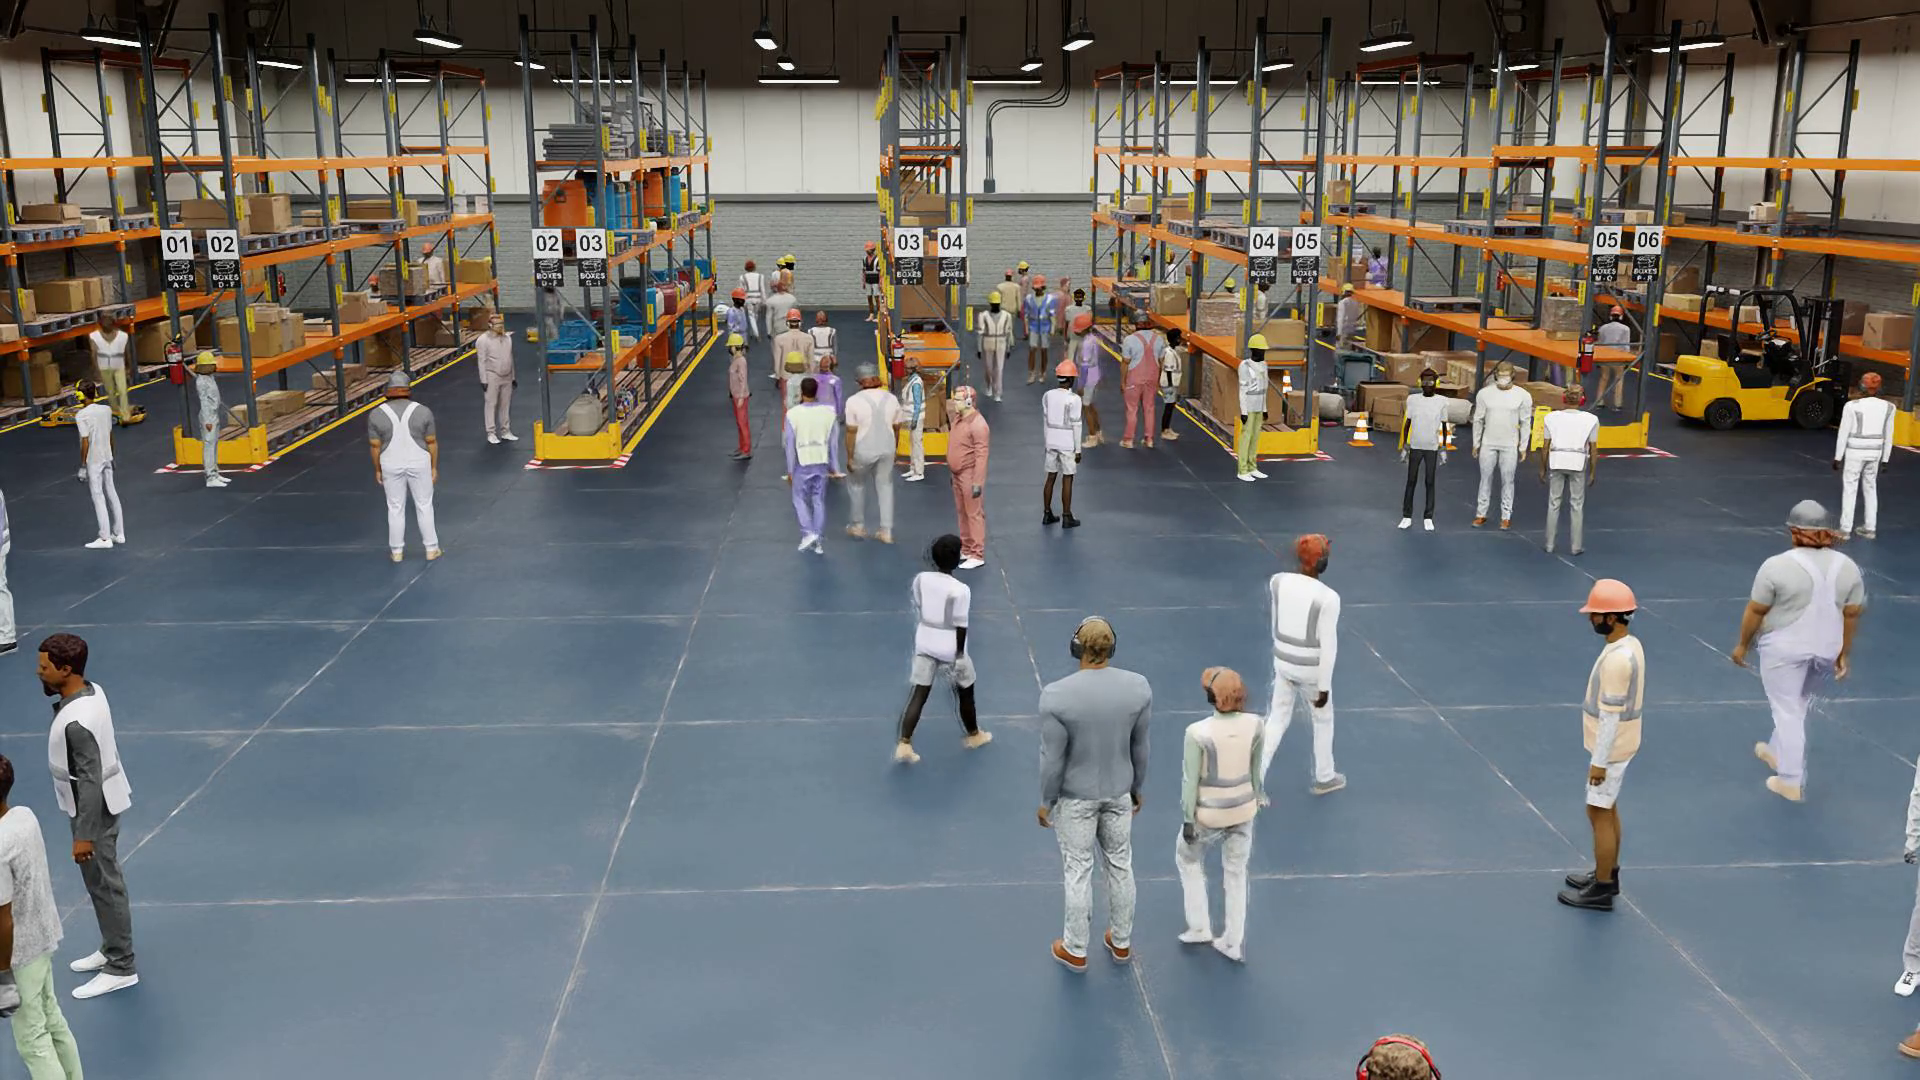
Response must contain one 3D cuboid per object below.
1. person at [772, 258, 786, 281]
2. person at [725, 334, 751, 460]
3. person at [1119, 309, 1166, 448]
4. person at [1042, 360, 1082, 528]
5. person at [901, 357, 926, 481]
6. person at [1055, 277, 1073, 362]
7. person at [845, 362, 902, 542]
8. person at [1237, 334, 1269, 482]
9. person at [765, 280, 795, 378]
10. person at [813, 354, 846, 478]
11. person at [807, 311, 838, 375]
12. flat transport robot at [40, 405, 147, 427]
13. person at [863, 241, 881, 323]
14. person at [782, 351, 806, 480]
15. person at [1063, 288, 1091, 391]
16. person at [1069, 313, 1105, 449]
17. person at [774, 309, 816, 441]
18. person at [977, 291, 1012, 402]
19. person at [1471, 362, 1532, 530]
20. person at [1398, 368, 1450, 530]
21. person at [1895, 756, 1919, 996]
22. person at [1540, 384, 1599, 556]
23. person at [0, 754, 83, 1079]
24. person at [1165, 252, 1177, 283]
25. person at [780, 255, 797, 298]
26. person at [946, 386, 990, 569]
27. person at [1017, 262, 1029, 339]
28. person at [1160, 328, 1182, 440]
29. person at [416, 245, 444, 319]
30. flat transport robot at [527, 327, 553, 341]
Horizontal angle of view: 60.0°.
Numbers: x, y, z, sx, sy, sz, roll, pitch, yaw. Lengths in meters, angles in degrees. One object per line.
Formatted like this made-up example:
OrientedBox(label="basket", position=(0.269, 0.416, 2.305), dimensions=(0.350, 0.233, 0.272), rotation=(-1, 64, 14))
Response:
OrientedBox(label="person", position=(-4.241, -5.848, 39.652), dimensions=(0.518, 1.757, 0.340), rotation=(-10, 17, -37))
OrientedBox(label="person", position=(-3.122, -2.012, 23.379), dimensions=(0.310, 1.768, 0.533), rotation=(-4, 14, -18))
OrientedBox(label="person", position=(2.625, -2.363, 24.279), dimensions=(0.686, 2.000, 0.535), rotation=(-6, 14, -23))
OrientedBox(label="person", position=(1.199, -1.108, 19.217), dimensions=(0.542, 1.928, 0.400), rotation=(12, 18, 40))
OrientedBox(label="person", position=(-0.604, -1.596, 21.895), dimensions=(0.308, 1.638, 0.511), rotation=(-2, 13, -9))
OrientedBox(label="person", position=(2.059, -4.130, 32.126), dimensions=(0.476, 1.874, 0.754), rotation=(2, 13, 9))
OrientedBox(label="person", position=(-1.028, -1.014, 18.565), dimensions=(0.712, 2.000, 0.829), rotation=(-7, 15, -29))
OrientedBox(label="person", position=(3.872, -1.744, 21.899), dimensions=(0.362, 1.928, 0.587), rotation=(11, 17, 39))
OrientedBox(label="person", position=(-3.368, -3.976, 31.458), dimensions=(0.753, 1.882, 0.585), rotation=(-10, 16, -36))
OrientedBox(label="person", position=(-1.750, -1.641, 22.083), dimensions=(0.523, 1.636, 0.310), rotation=(10, 17, 37))
OrientedBox(label="person", position=(-2.291, -2.999, 27.825), dimensions=(0.511, 1.644, 0.307), rotation=(-1, 13, -3))
OrientedBox(label="flat transport robot", position=(-13.784, -1.984, 26.465), dimensions=(1.431, 0.197, 0.652), rotation=(-4, 14, -18))
OrientedBox(label="person", position=(-2.210, -6.466, 41.688), dimensions=(0.617, 2.029, 0.410), rotation=(10, 16, 35))
OrientedBox(label="person", position=(-2.115, -1.608, 21.747), dimensions=(0.509, 1.732, 0.492), rotation=(5, 14, 21))
OrientedBox(label="person", position=(2.112, -3.577, 29.801), dimensions=(0.519, 1.865, 0.326), rotation=(-2, 13, -9))
OrientedBox(label="person", position=(1.844, -2.315, 24.183), dimensions=(0.527, 1.991, 0.707), rotation=(2, 13, 9))
OrientedBox(label="person", position=(-2.447, -2.424, 24.659), dimensions=(0.619, 1.986, 0.400), rotation=(-3, 14, -14))
OrientedBox(label="person", position=(0.593, -3.372, 28.847), dimensions=(0.600, 1.903, 0.749), rotation=(-1, 13, -5))
OrientedBox(label="person", position=(6.192, -1.080, 19.067), dimensions=(0.639, 1.935, 0.356), rotation=(7, 15, 28))
OrientedBox(label="person", position=(5.314, -1.041, 19.042), dimensions=(0.517, 1.874, 0.328), rotation=(5, 14, 19))
OrientedBox(label="person", position=(5.087, 1.579, 8.449), dimensions=(0.508, 1.632, 0.265), rotation=(8, 15, 31))
OrientedBox(label="person", position=(6.517, -0.747, 17.847), dimensions=(0.564, 1.845, 0.389), rotation=(6, 15, 25))
OrientedBox(label="person", position=(-4.033, 1.781, 7.125), dimensions=(0.329, 1.861, 0.505), rotation=(-4, 14, -17))
OrientedBox(label="person", position=(5.008, -5.926, 39.707), dimensions=(0.353, 1.884, 0.578), rotation=(2, 13, 10))
OrientedBox(label="person", position=(-3.935, -5.587, 38.211), dimensions=(0.385, 1.921, 0.587), rotation=(-5, 14, -21))
OrientedBox(label="person", position=(0.055, -0.657, 17.338), dimensions=(0.402, 1.911, 0.638), rotation=(-6, 14, -22))
OrientedBox(label="person", position=(1.449, -5.484, 38.091), dimensions=(0.310, 1.768, 0.533), rotation=(2, 13, 7))
OrientedBox(label="person", position=(3.156, -2.335, 24.923), dimensions=(0.320, 1.685, 0.539), rotation=(3, 14, 13))
OrientedBox(label="person", position=(-13.261, -6.399, 41.600), dimensions=(0.641, 1.941, 0.835), rotation=(-1, 13, -5))
OrientedBox(label="flat transport robot", position=(-9.554, -4.711, 38.018), dimensions=(0.652, 0.197, 1.431), rotation=(-3, 14, -13))
